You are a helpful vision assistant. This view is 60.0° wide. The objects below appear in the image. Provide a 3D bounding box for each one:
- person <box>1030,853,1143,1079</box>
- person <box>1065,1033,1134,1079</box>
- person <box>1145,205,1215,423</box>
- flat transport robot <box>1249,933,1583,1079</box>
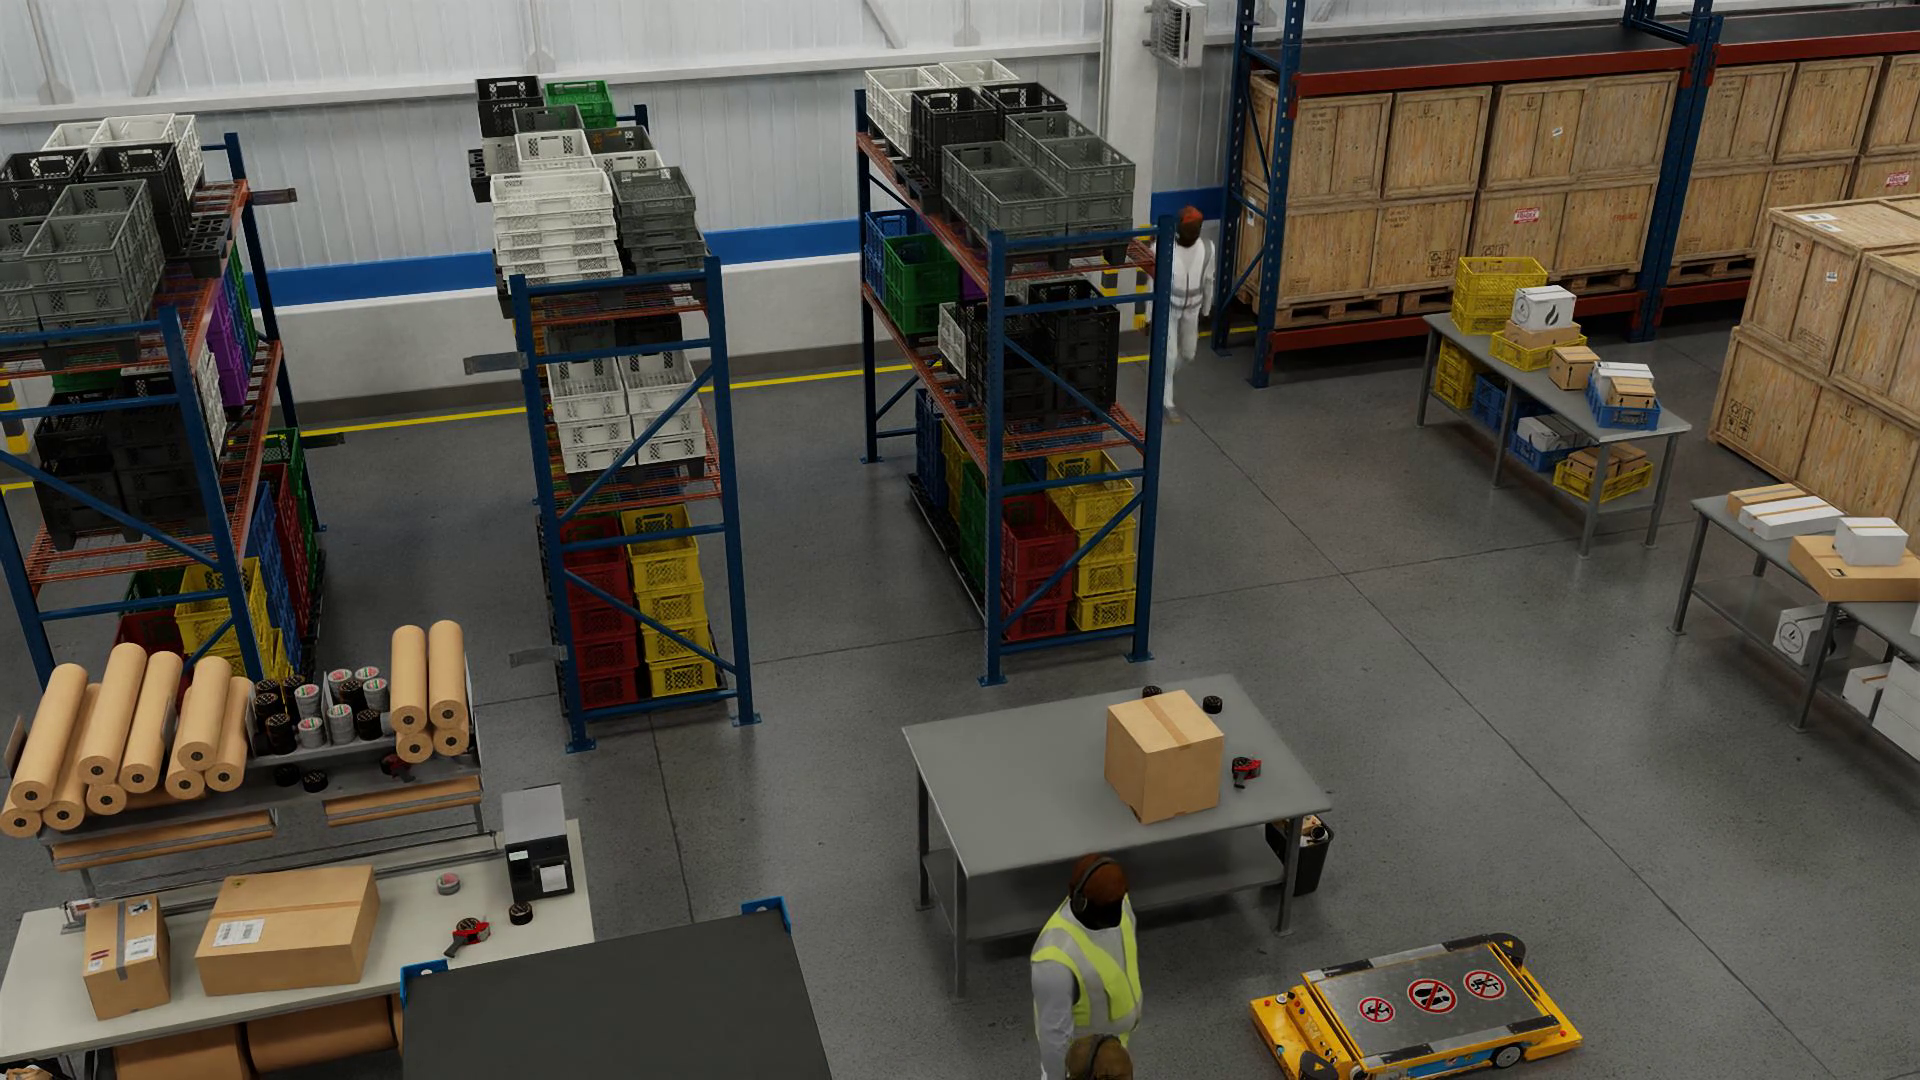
[{"bbox_3d":[0.522,2.031,6.822,0.430,1.840,0.625,15,32,25],"label":"person"},{"bbox_3d":[0.544,2.455,5.979,0.661,1.906,0.534,-4,29,-7],"label":"person"},{"bbox_3d":[1.821,-1.965,14.073,0.610,1.861,0.661,-7,30,-12],"label":"person"},{"bbox_3d":[2.184,2.282,7.980,1.431,0.197,0.652,-8,30,-14],"label":"flat transport robot"}]
